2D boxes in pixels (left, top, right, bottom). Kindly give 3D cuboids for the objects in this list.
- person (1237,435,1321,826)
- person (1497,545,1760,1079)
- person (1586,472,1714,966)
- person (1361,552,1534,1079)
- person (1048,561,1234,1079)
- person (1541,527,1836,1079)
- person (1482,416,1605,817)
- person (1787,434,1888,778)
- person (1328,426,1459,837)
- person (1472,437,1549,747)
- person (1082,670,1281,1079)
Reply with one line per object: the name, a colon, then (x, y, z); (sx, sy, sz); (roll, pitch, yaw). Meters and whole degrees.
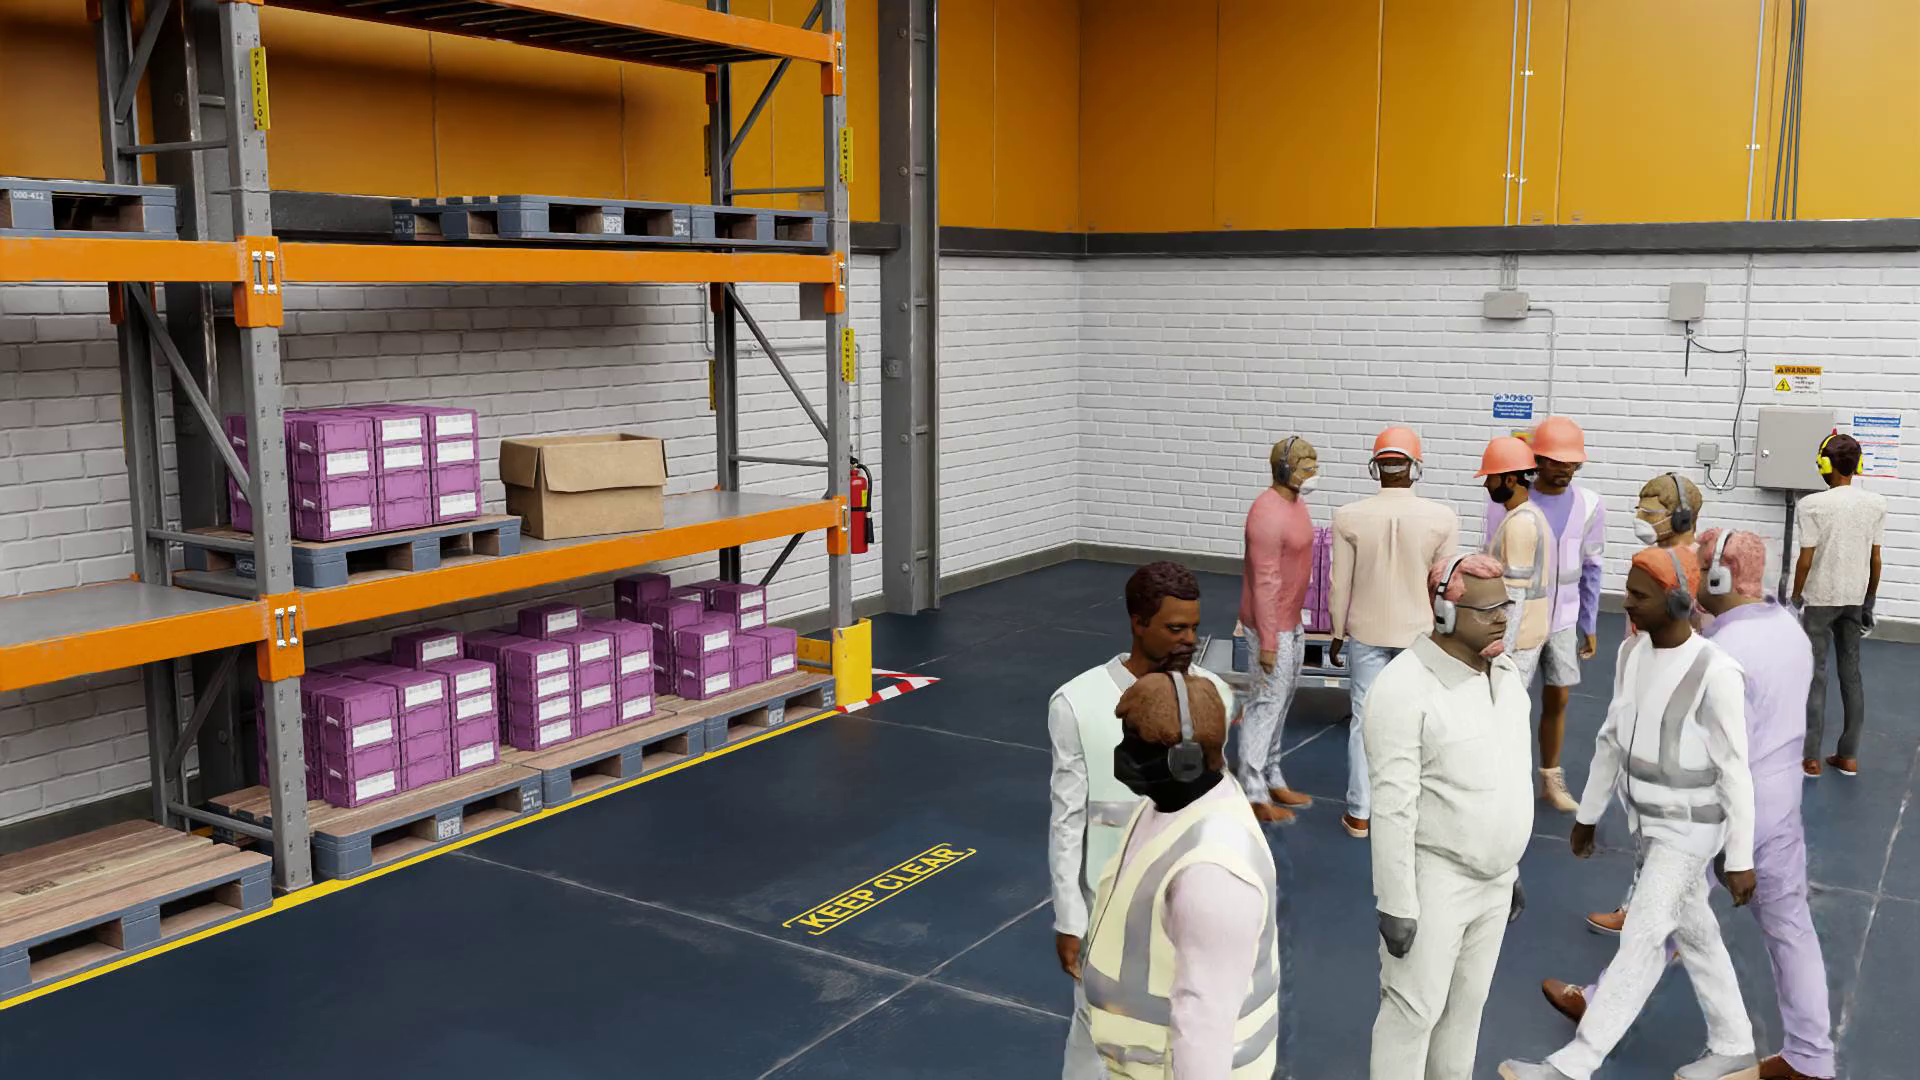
person: (1.576, 0.441, 8.238); (0.387, 1.930, 0.634); (4, 10, 24)
person: (2.240, 0.925, 5.366); (0.965, 1.834, 0.589); (-1, 9, -4)
person: (2.757, 0.695, 6.529); (0.358, 1.937, 0.636); (0, 9, 0)
person: (1.430, 0.979, 4.788); (0.639, 1.908, 0.409); (-7, 12, -40)
person: (0.503, 0.994, 4.693); (0.593, 1.912, 0.397); (-4, 10, -26)
person: (2.546, 0.880, 5.612); (0.633, 1.848, 0.970); (-7, 11, -37)
person: (2.875, 0.395, 8.230); (0.618, 2.027, 0.473); (-1, 9, -9)
person: (4.700, 0.356, 8.982); (0.512, 1.865, 0.329); (-1, 9, -6)
person: (2.071, 0.450, 7.973); (0.611, 1.985, 0.393); (2, 9, 14)
person: (2.676, 0.456, 8.152); (0.389, 1.923, 0.550); (3, 9, 21)
person: (0.479, 1.182, 3.722); (0.444, 1.827, 0.655); (0, 9, -1)
